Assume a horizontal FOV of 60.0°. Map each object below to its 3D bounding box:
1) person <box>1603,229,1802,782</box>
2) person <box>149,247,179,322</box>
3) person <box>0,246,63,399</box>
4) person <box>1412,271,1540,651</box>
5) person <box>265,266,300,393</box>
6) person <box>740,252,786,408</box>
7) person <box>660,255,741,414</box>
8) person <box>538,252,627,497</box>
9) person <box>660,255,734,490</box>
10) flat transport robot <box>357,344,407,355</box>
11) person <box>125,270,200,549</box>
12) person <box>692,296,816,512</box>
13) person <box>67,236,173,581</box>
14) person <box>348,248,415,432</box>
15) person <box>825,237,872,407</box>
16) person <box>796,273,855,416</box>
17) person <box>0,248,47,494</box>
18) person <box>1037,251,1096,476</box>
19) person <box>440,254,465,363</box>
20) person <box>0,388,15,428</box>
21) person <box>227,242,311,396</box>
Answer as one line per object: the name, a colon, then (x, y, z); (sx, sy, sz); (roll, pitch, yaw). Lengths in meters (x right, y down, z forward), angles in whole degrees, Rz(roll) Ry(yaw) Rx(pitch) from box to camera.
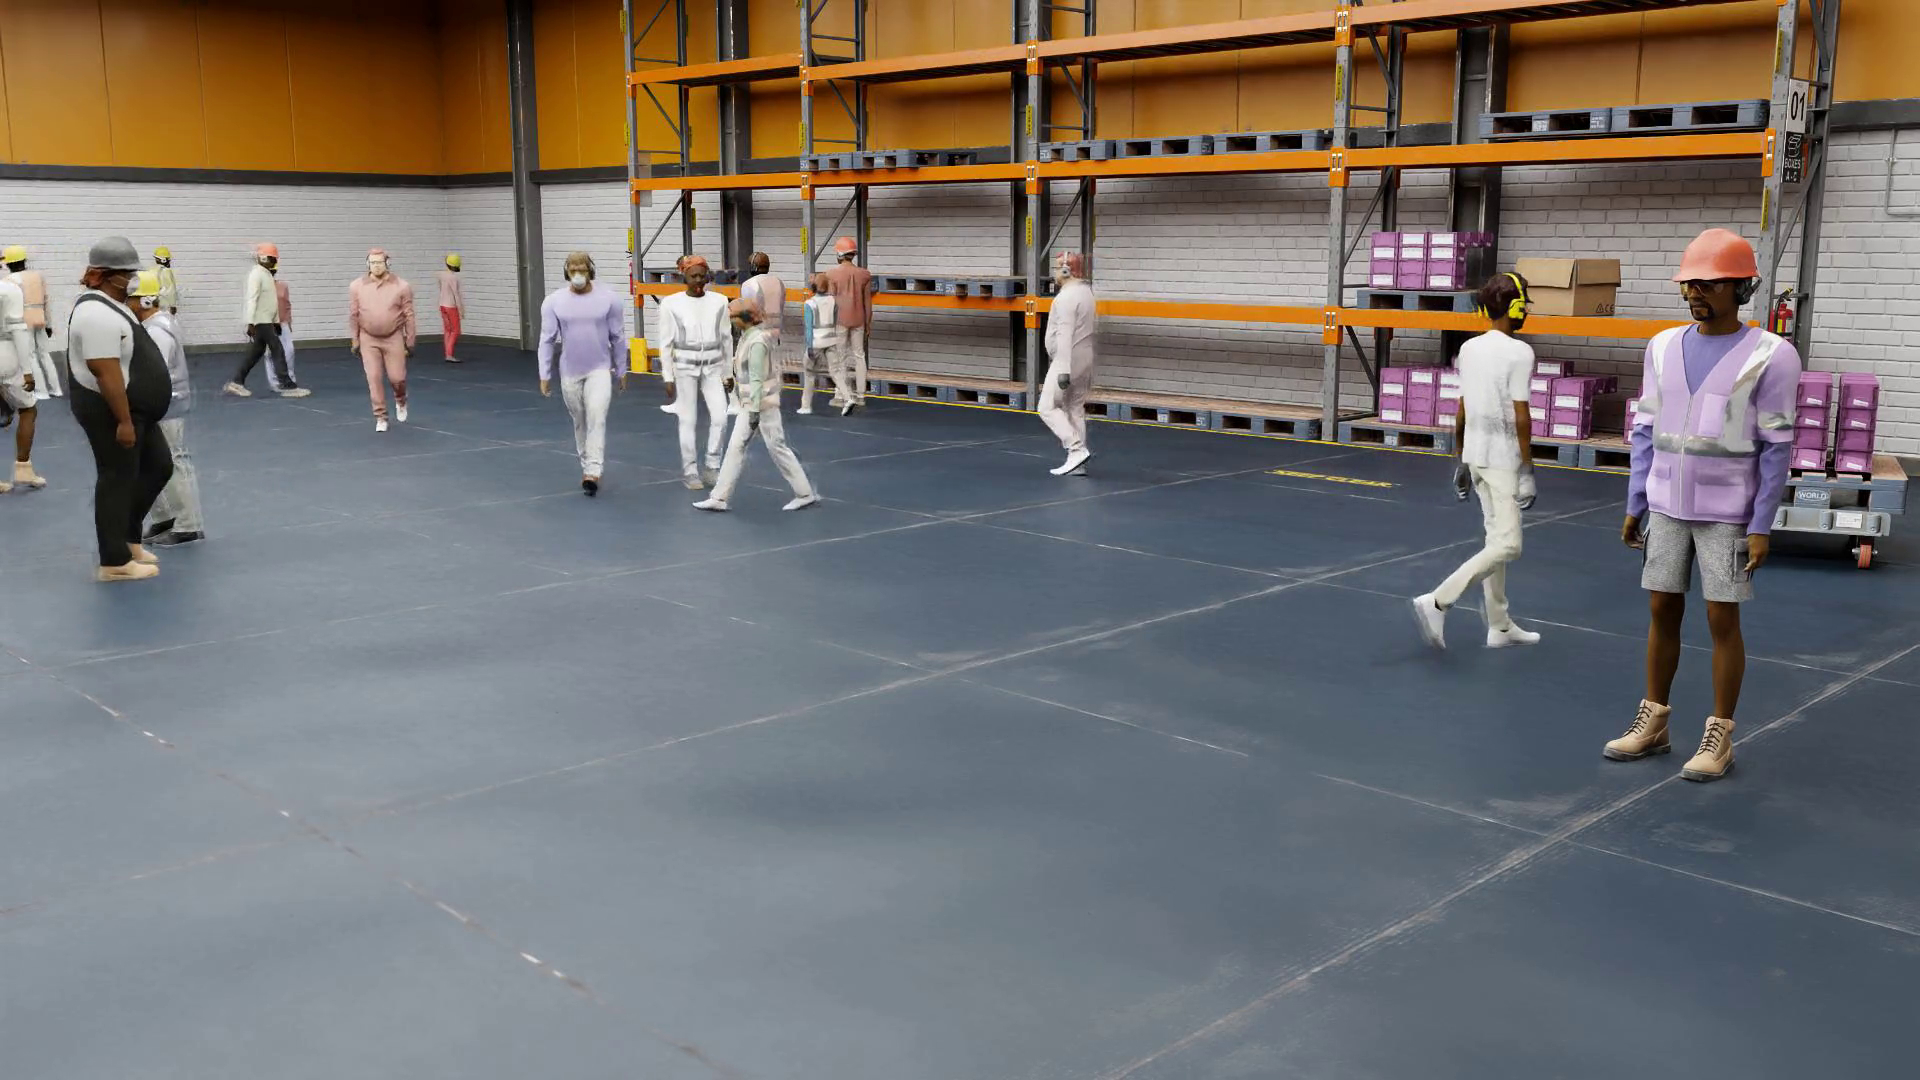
person: (2.763, -0.124, 6.216); (0.371, 2.044, 0.608); (-8, 13, -36)
person: (-13.072, -3.897, 27.362); (0.600, 1.829, 0.404); (8, 13, 36)
person: (-11.458, -2.657, 20.468); (0.368, 1.890, 0.673); (3, 11, 16)
person: (2.542, -0.359, 8.010); (0.702, 1.853, 0.532); (-3, 11, -18)
person: (-8.776, -2.745, 21.298); (0.533, 1.741, 0.554); (-10, 14, -43)
person: (-2.175, -2.203, 18.100); (0.429, 1.844, 0.627); (7, 13, 34)
person: (-2.950, -2.282, 18.703); (1.003, 1.776, 0.520); (2, 11, 9)
person: (-2.954, -1.292, 13.002); (0.660, 1.882, 1.021); (-1, 10, -4)
person: (-2.072, -1.317, 13.192); (0.617, 1.866, 0.493); (-5, 11, -24)
flat transport robot: (-9.823, -3.262, 28.162); (0.652, 0.197, 1.431); (-6, 12, -31)
person: (-5.214, -0.834, 10.721); (0.495, 1.814, 0.602); (-7, 13, -35)
person: (-1.481, -0.980, 12.124); (0.892, 1.591, 0.544); (-4, 11, -21)
person: (-4.909, -0.772, 9.755); (0.539, 2.000, 0.721); (-4, 11, -21)
person: (-6.009, -2.082, 17.309); (0.649, 1.890, 0.565); (-2, 11, -13)
person: (-1.333, -2.572, 19.732); (0.624, 2.002, 0.412); (-6, 12, -30)
person: (-1.521, -2.190, 18.645); (0.509, 1.608, 0.793); (-9, 14, -41)
person: (-7.518, -1.365, 13.029); (0.653, 2.019, 0.690); (0, 10, 1)
person: (0.889, -1.459, 13.917); (0.429, 1.890, 0.676); (4, 11, 22)
person: (-8.092, -3.667, 26.440); (0.346, 1.721, 0.626); (-9, 14, -40)
person: (-10.089, -2.051, 17.071); (0.568, 1.915, 0.652); (2, 11, 10)
person: (-8.778, -2.760, 20.882); (1.012, 1.945, 0.636); (-2, 11, -9)
